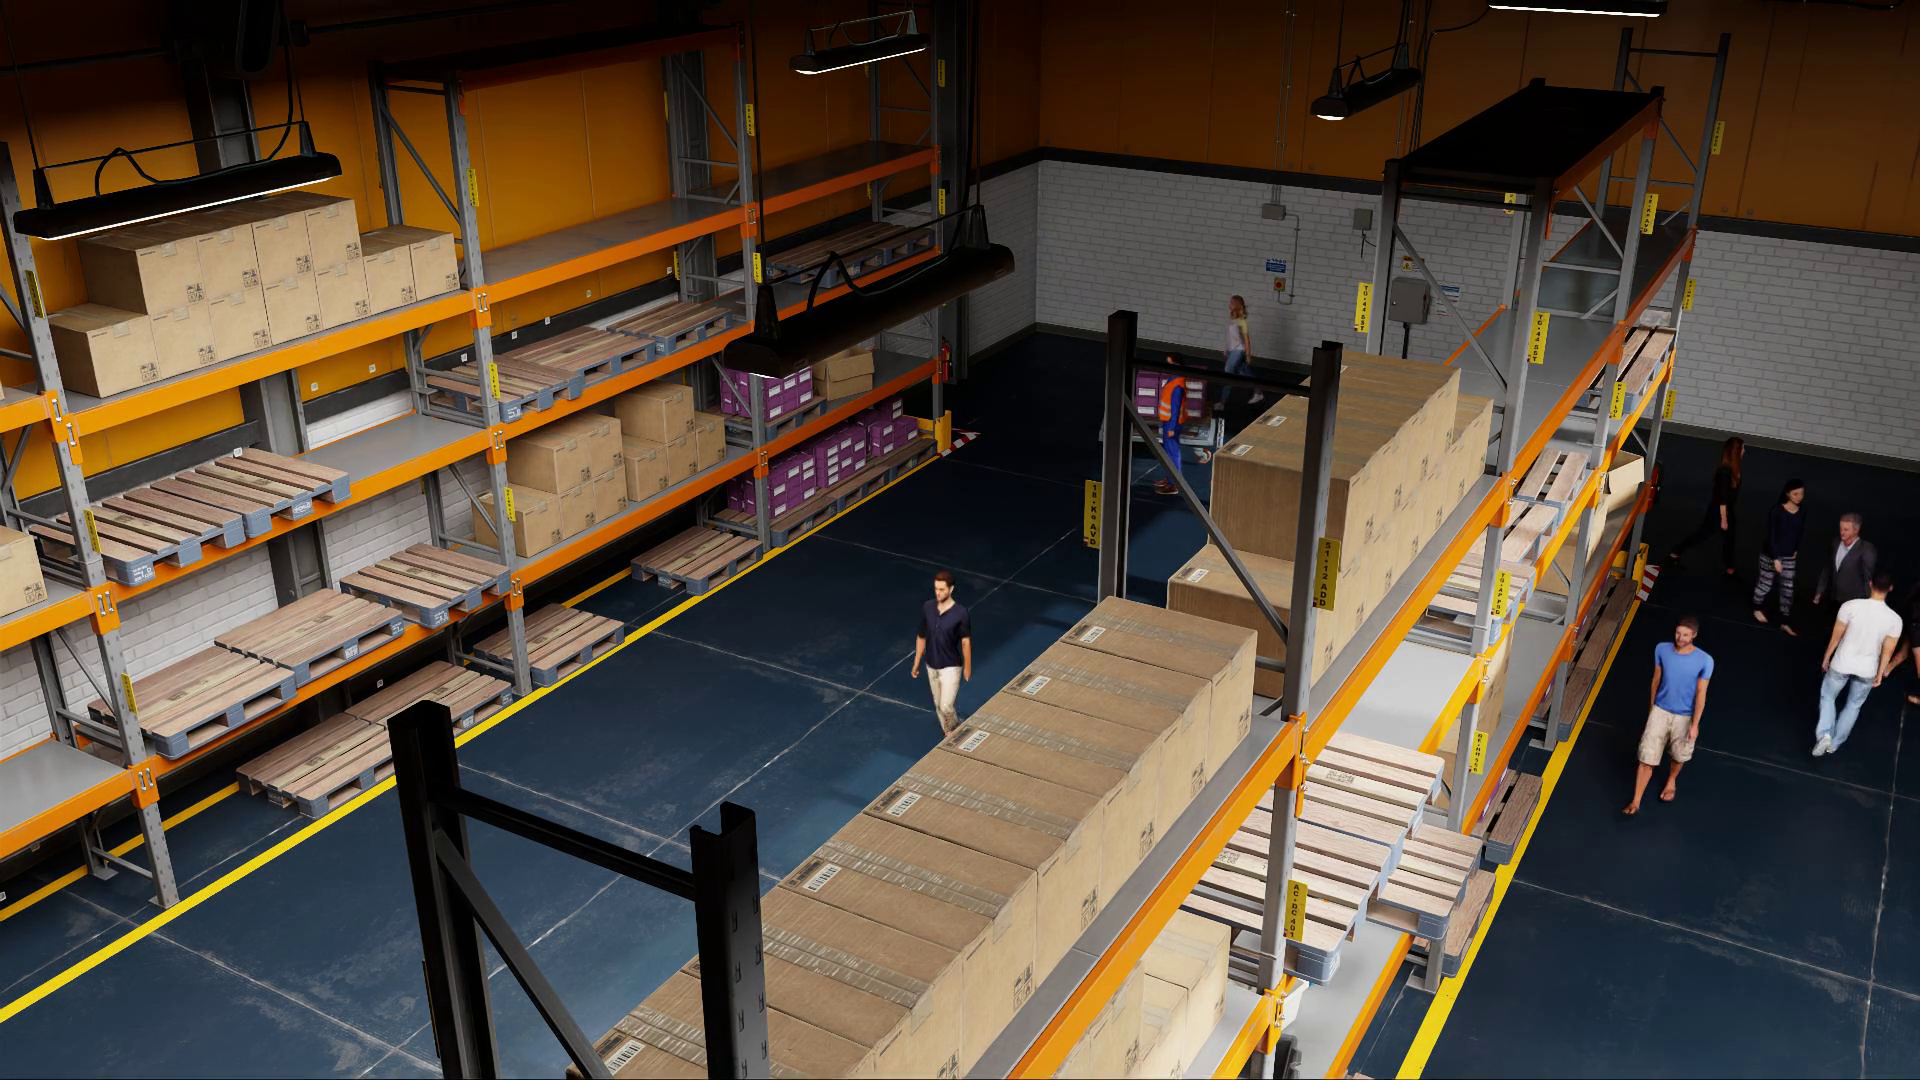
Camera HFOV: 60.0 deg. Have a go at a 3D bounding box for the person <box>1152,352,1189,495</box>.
[{"bbox_3d":[2.703,-1.492,20.986,0.853,1.863,0.743,0,24,-1],"label":"person"}]

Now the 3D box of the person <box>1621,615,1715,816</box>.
[{"bbox_3d":[6.167,1.457,14.287,0.714,1.824,1.169,15,28,31],"label":"person"}]

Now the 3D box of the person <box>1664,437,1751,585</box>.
[{"bbox_3d":[8.385,-0.340,18.582,0.768,1.677,1.118,16,28,33],"label":"person"}]

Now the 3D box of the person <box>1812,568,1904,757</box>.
[{"bbox_3d":[8.032,1.165,14.942,0.702,1.835,0.888,10,26,23],"label":"person"}]

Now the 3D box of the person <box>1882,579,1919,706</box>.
[{"bbox_3d":[9.308,0.876,16.007,1.007,1.512,1.096,-6,24,-14],"label":"person"}]

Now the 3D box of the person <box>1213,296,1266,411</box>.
[{"bbox_3d":[4.064,-2.681,23.933,1.193,1.680,1.109,-7,24,-15],"label":"person"}]

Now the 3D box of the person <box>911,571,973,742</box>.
[{"bbox_3d":[-0.106,1.101,15.082,0.641,1.839,0.631,14,27,29],"label":"person"}]

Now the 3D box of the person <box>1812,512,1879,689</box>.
[{"bbox_3d":[8.775,0.566,16.339,0.937,1.813,0.862,-6,24,-14],"label":"person"}]

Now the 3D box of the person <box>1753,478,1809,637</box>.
[{"bbox_3d":[8.584,0.103,17.537,0.894,1.702,1.009,-2,24,-5],"label":"person"}]
